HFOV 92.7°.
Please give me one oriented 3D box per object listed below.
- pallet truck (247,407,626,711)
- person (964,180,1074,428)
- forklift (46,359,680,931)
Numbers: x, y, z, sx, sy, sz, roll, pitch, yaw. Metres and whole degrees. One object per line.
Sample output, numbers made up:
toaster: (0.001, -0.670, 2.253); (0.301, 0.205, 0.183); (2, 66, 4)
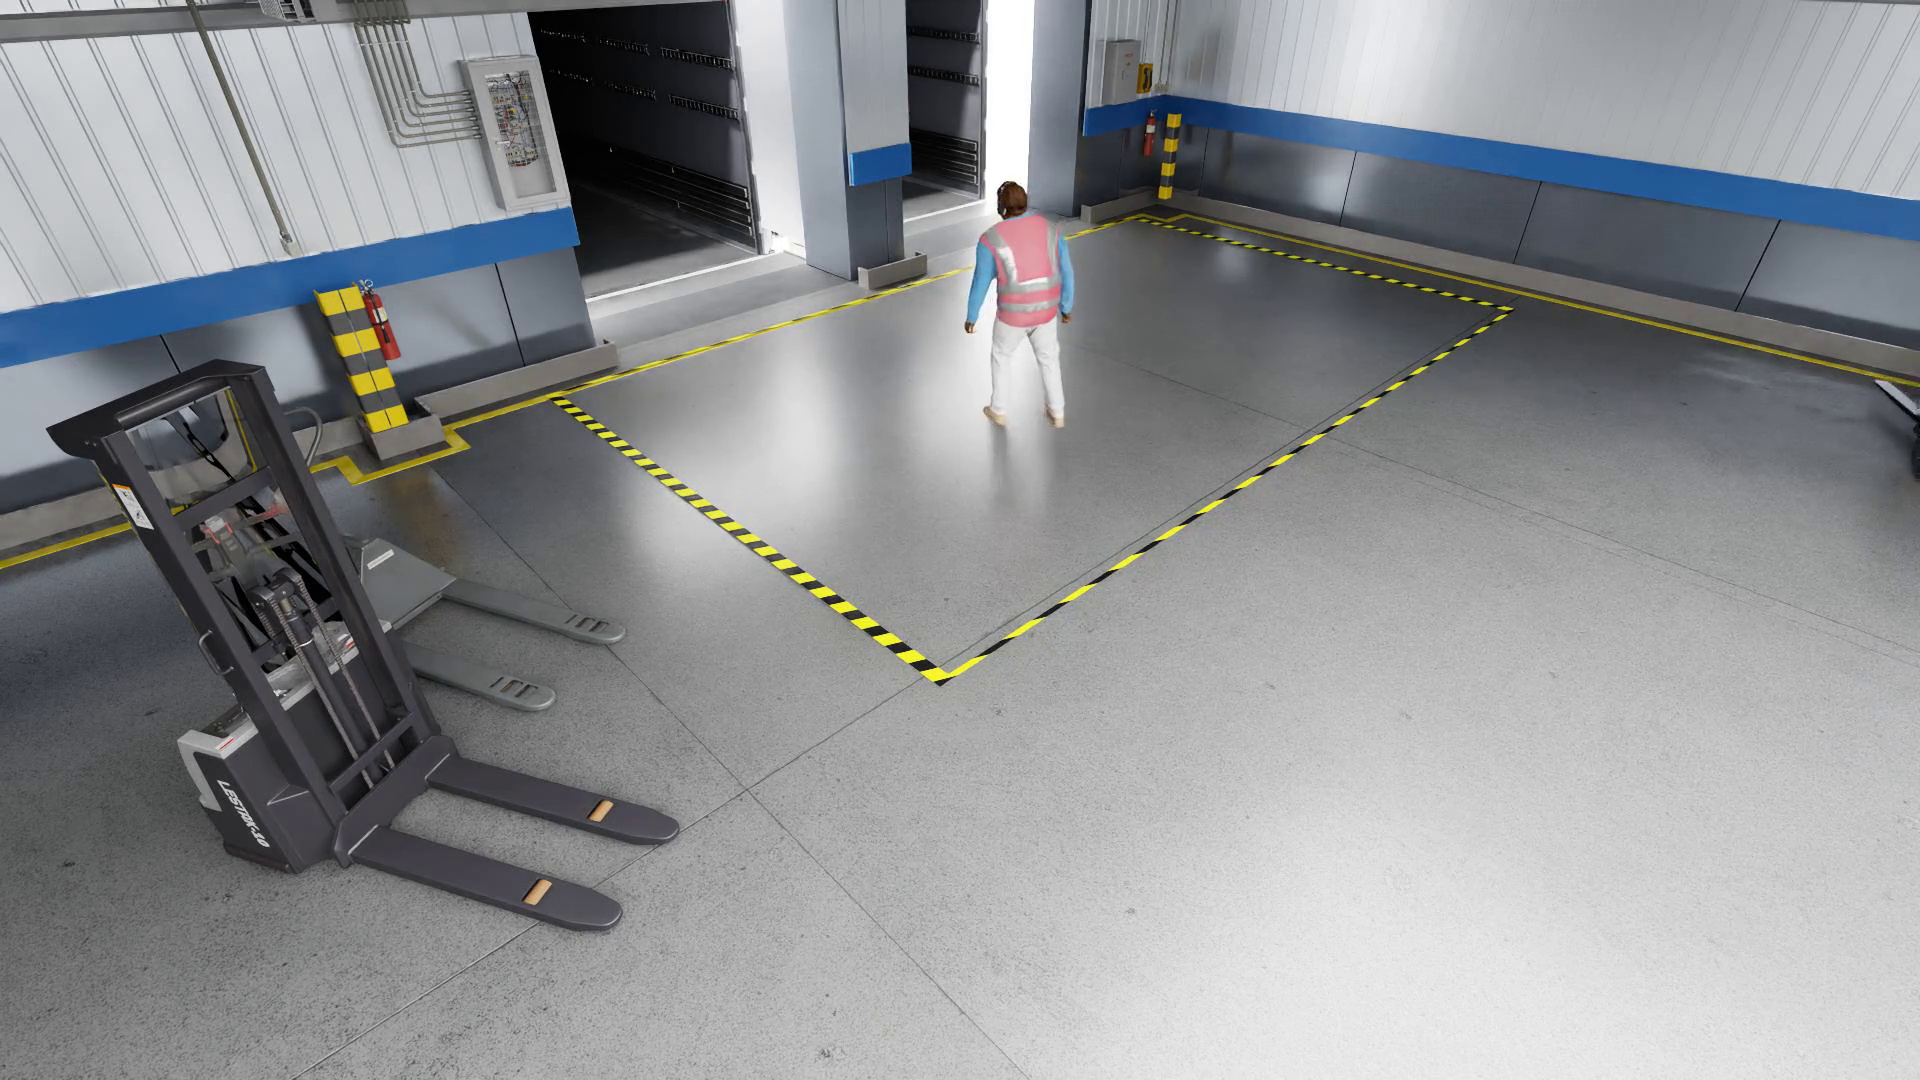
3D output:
pallet truck: (-2.628, 0.038, 4.590); (1.601, 1.201, 0.680); (12, 36, 18)
person: (0.453, -1.650, 6.637); (0.790, 1.763, 0.544); (-10, 36, -15)
forklift: (-2.135, 0.422, 3.354); (1.885, 1.965, 0.823); (10, 35, 14)
